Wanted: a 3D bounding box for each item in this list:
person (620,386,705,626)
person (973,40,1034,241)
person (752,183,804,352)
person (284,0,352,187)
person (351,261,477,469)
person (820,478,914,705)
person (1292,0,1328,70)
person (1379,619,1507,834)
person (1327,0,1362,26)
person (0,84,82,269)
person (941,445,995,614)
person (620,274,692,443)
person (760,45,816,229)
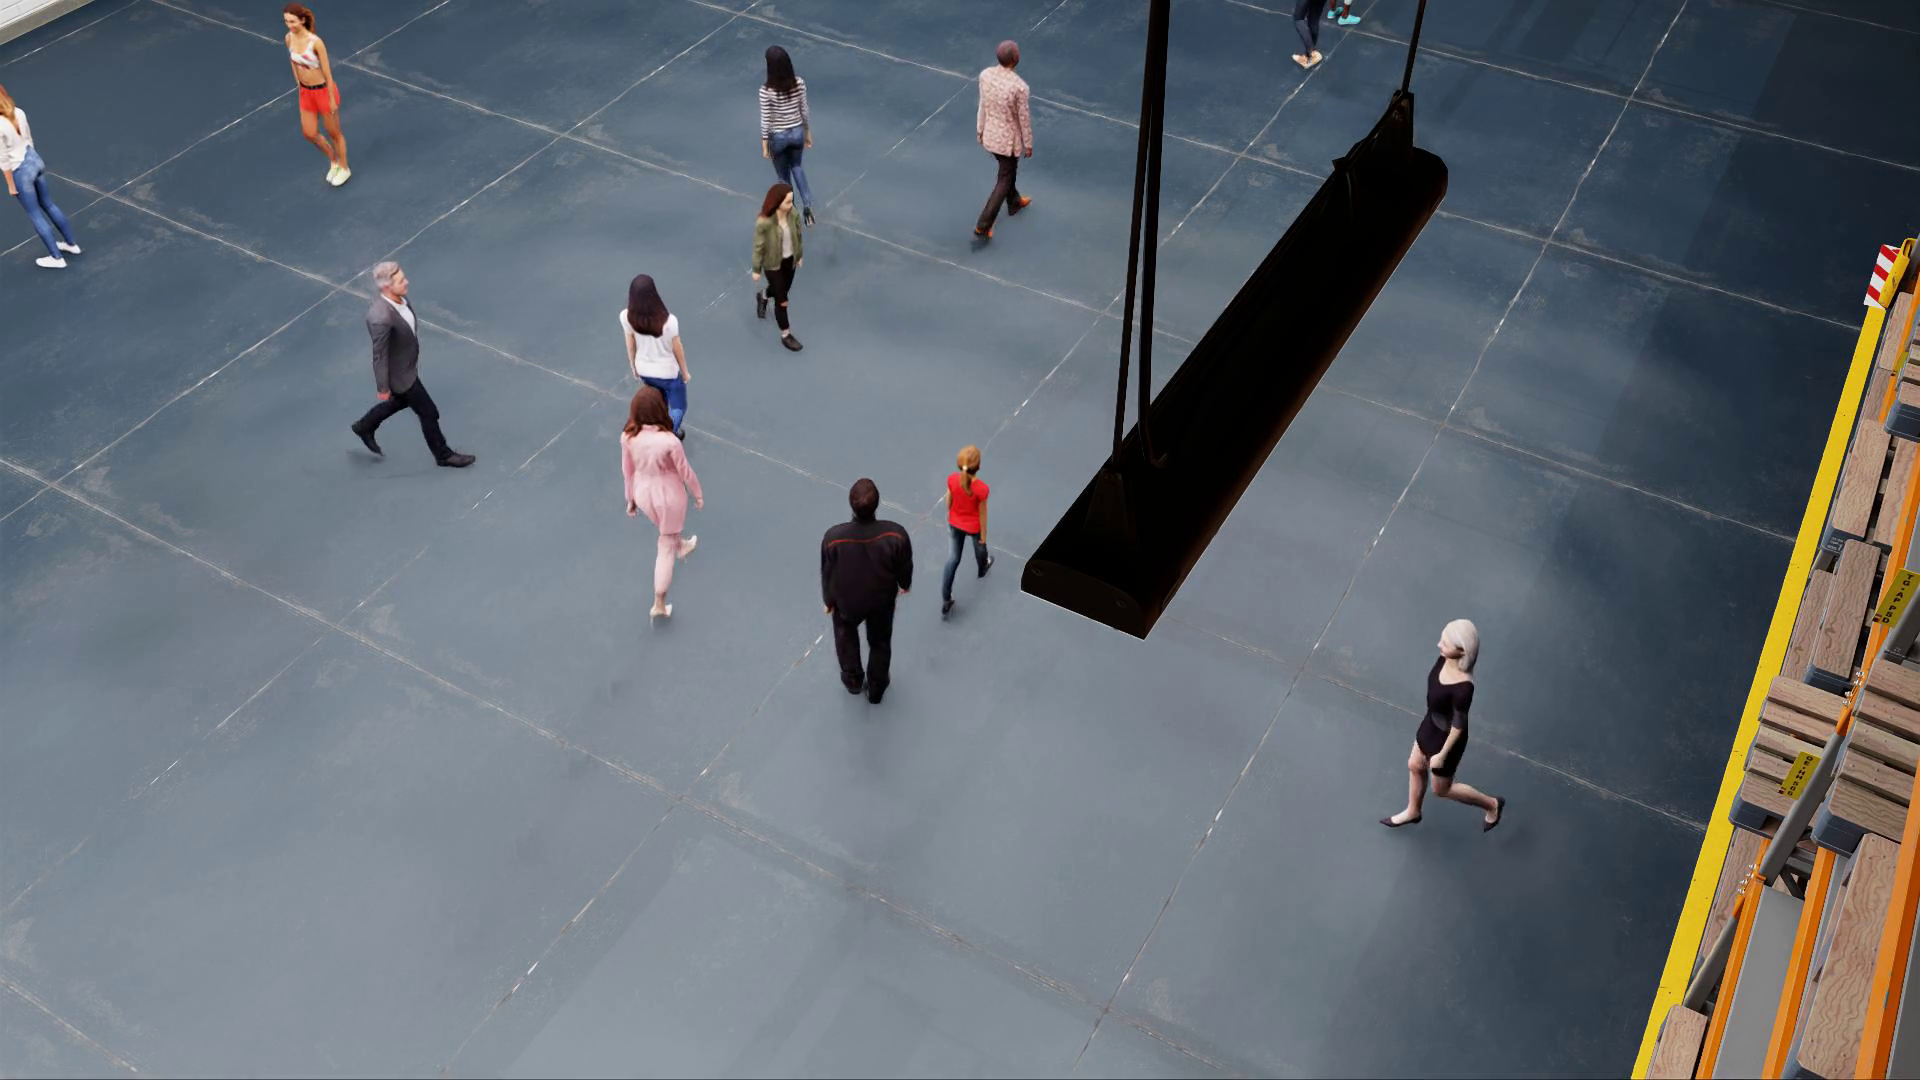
[{"bbox_3d":[-2.036,-0.187,11.151,0.838,1.751,1.186,11,45,11],"label":"person"},{"bbox_3d":[0.344,-3.482,14.577,0.874,1.797,1.220,32,52,29],"label":"person"},{"bbox_3d":[-1.518,-2.293,13.584,0.987,1.445,0.905,-26,49,-25],"label":"person"},{"bbox_3d":[-5.832,-4.121,15.257,0.657,1.784,0.653,13,45,13],"label":"person"},{"bbox_3d":[-4.204,-1.250,12.237,1.202,1.792,1.234,-3,44,-3],"label":"person"},{"bbox_3d":[-0.592,0.412,10.464,0.850,1.831,0.874,-5,44,-5],"label":"person"},{"bbox_3d":[3.645,-5.541,16.755,0.790,1.774,0.831,-21,48,-21],"label":"person"},{"bbox_3d":[2.915,1.133,9.724,0.966,1.807,0.984,-4,44,-4],"label":"person"},{"bbox_3d":[4.174,-6.343,17.632,0.650,1.725,0.643,-27,50,-25],"label":"person"},{"bbox_3d":[-8.012,-3.155,14.285,0.738,1.726,0.595,4,44,5],"label":"person"},{"bbox_3d":[0.010,-0.055,11.352,0.562,1.284,0.931,16,46,16],"label":"person"},{"bbox_3d":[-2.235,-1.173,12.245,0.720,1.670,0.971,13,45,13],"label":"person"},{"bbox_3d":[-1.474,-3.443,14.545,0.826,1.784,0.852,-22,48,-22],"label":"person"}]
